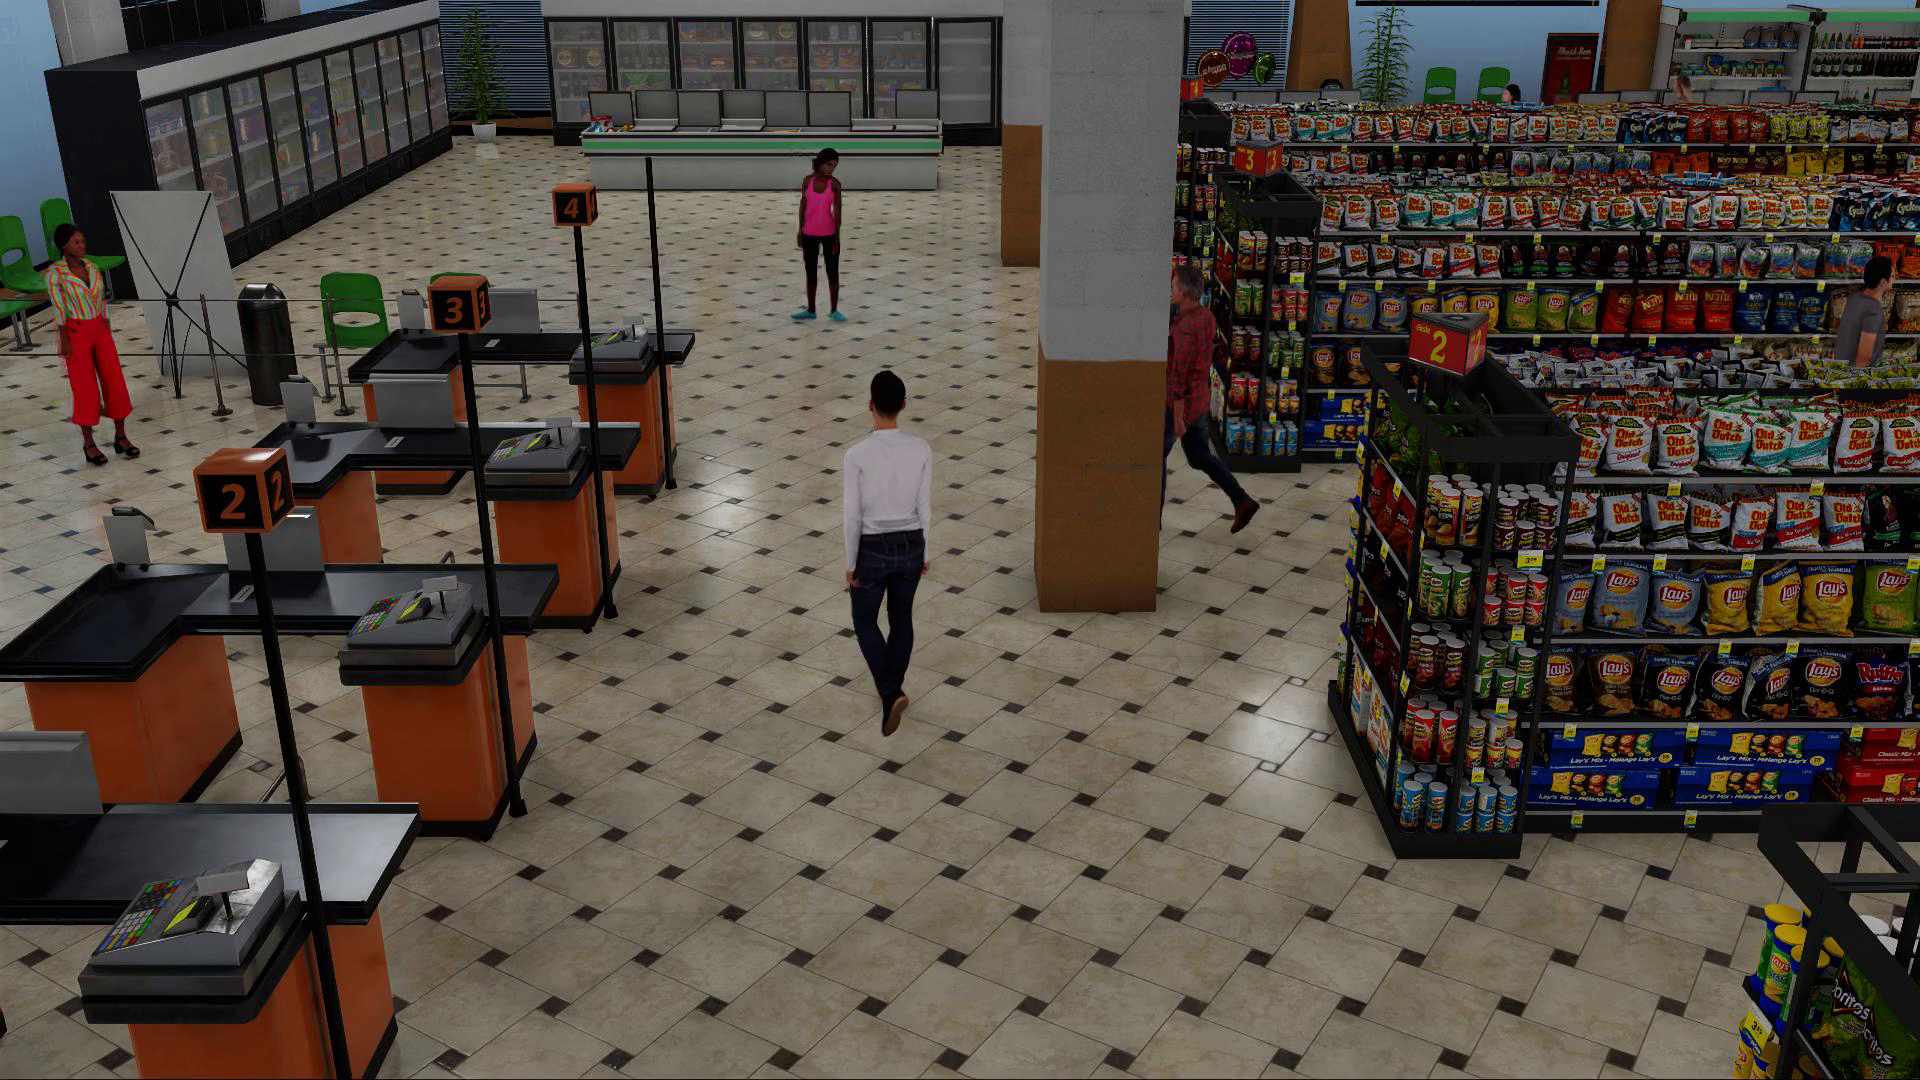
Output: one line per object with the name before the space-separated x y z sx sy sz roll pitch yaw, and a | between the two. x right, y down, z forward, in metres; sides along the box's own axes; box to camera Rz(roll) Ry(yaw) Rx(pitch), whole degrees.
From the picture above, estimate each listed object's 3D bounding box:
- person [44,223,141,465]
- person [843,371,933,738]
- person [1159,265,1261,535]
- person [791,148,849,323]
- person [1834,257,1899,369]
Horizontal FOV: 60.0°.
person | -6.419 -1.427 12.195 0.695 1.786 0.687 12 25 27
person | -0.336 0.103 8.313 1.014 1.842 0.863 -6 23 -15
person | 1.539 -0.857 10.760 1.249 1.798 1.076 13 25 30
person | -1.399 -2.944 16.083 0.569 1.702 0.847 10 24 24
person | 6.019 -1.079 11.400 1.127 1.733 0.646 0 22 1
